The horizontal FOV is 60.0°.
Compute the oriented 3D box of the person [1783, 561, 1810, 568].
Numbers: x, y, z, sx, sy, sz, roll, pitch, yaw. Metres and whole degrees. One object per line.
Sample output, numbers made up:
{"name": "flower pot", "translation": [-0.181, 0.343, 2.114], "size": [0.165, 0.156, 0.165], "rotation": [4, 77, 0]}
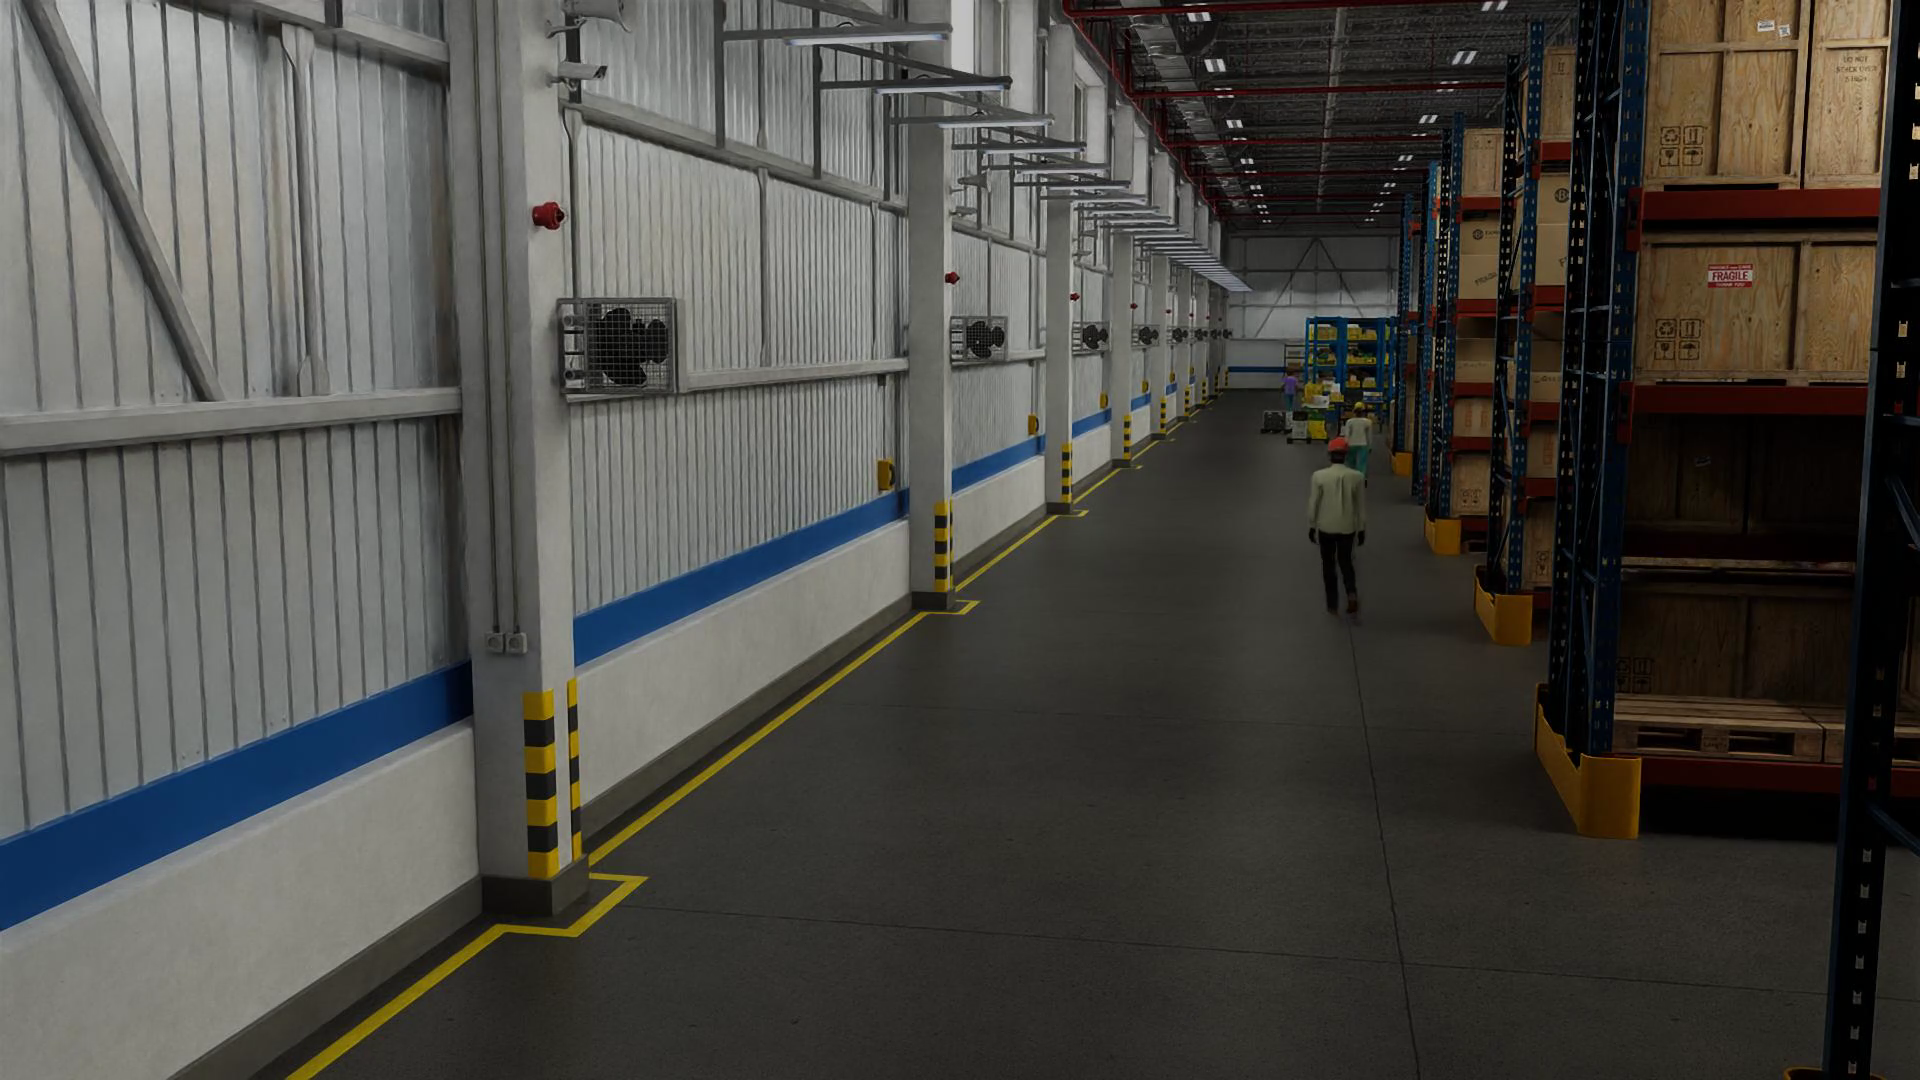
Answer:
{"name": "person", "translation": [7.635, 0.314, 15.078], "size": [0.634, 1.826, 0.638], "rotation": [0, 7, 1]}

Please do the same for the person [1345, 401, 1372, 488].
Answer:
{"name": "person", "translation": [7.881, -1.861, 32.836], "size": [0.534, 1.744, 0.745], "rotation": [1, 7, 5]}

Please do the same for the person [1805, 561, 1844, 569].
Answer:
{"name": "person", "translation": [6.572, 0.705, 12.683], "size": [0.467, 1.625, 0.537], "rotation": [0, 7, 4]}

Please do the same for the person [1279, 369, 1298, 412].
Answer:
{"name": "person", "translation": [11.616, -5.114, 58.607], "size": [0.590, 1.816, 0.871], "rotation": [-1, 7, -9]}

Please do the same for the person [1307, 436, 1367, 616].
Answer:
{"name": "person", "translation": [4.105, -0.141, 18.139], "size": [0.612, 1.972, 0.478], "rotation": [-1, 7, -4]}
